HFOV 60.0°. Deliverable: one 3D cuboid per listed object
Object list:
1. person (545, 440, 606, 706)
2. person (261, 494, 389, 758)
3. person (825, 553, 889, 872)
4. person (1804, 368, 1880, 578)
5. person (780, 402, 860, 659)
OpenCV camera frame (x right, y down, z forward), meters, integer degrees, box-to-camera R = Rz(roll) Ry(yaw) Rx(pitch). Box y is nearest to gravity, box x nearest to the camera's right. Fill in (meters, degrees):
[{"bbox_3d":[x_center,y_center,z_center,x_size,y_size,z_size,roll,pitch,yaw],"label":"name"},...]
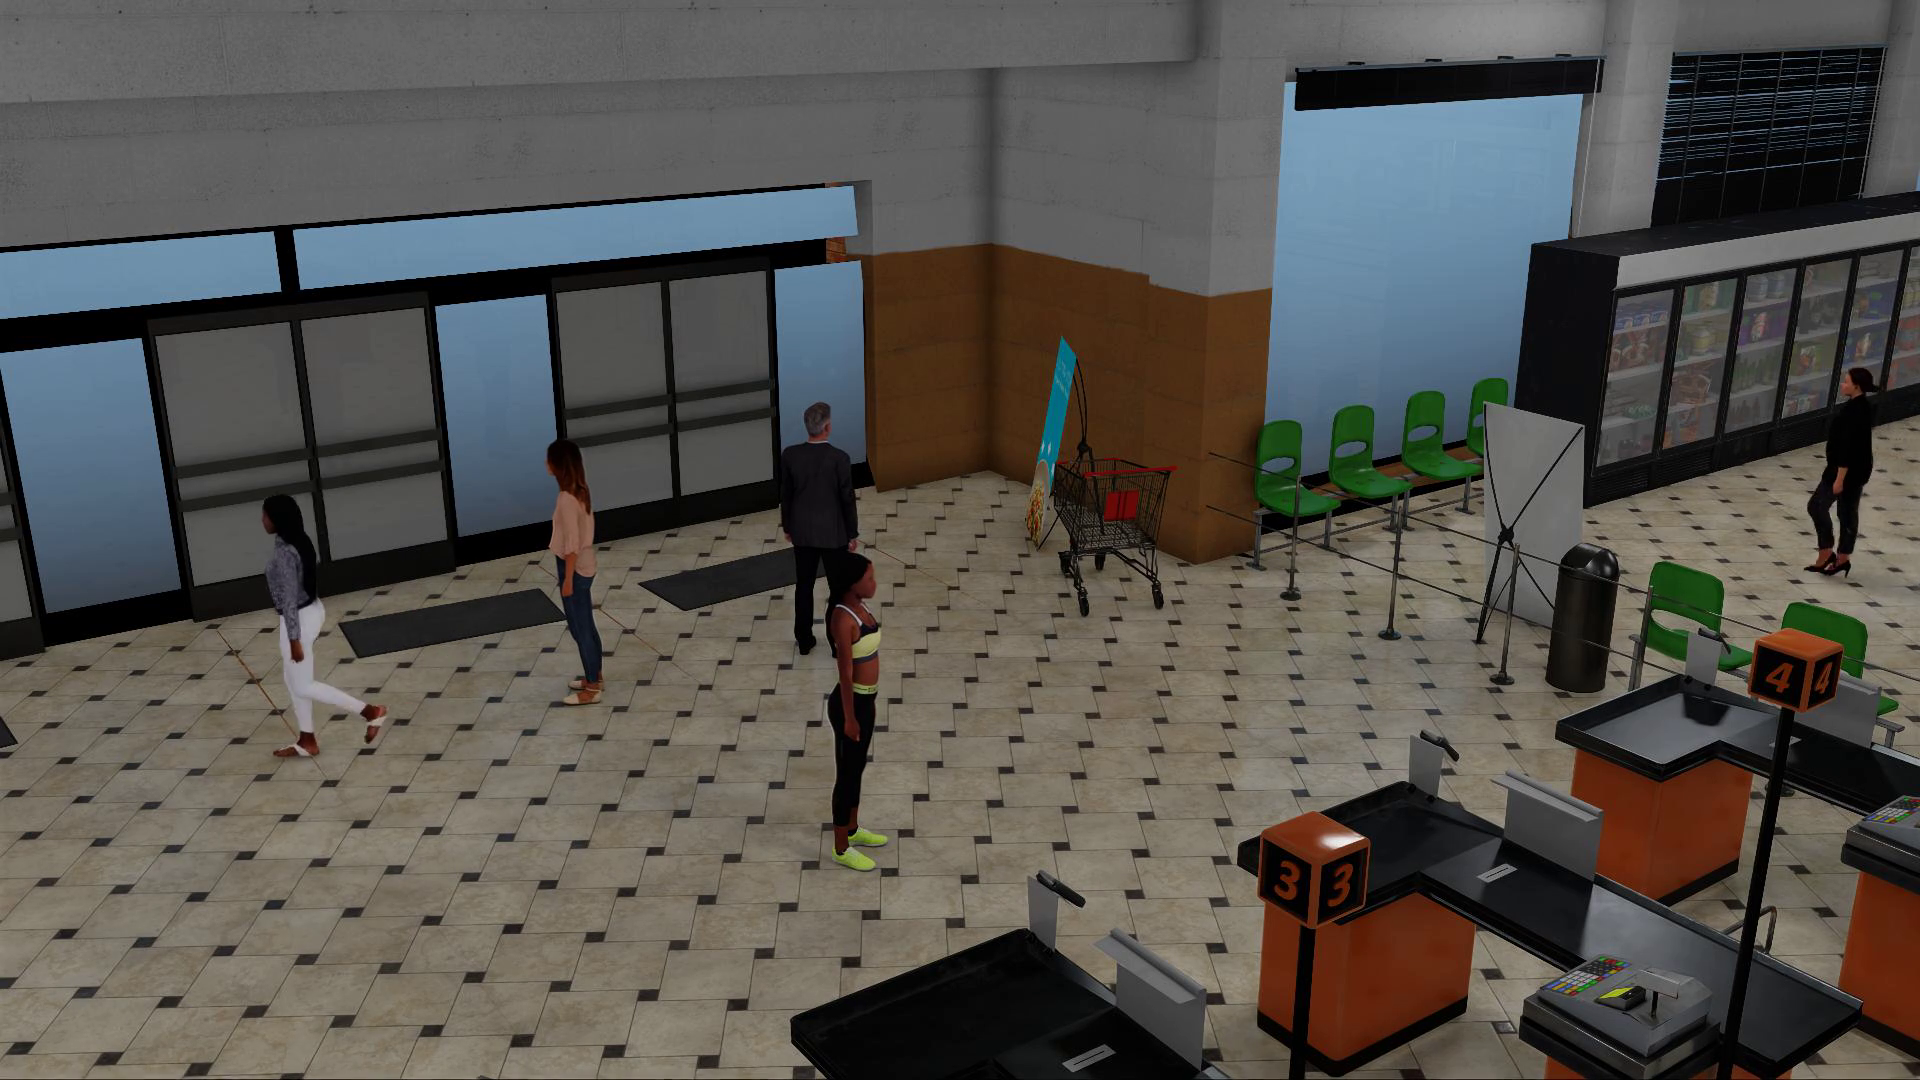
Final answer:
[{"bbox_3d":[-2.513,0.212,10.911,0.737,1.791,0.632,-1,19,-3],"label":"person"},{"bbox_3d":[-3.886,0.545,10.059,0.922,1.704,0.991,-3,19,-8],"label":"person"},{"bbox_3d":[-0.581,0.900,8.927,0.696,1.755,0.640,4,19,11],"label":"person"},{"bbox_3d":[7.116,-0.508,13.179,0.755,1.706,0.751,12,22,31],"label":"person"},{"bbox_3d":[-0.980,-0.075,11.683,0.777,1.840,0.870,5,19,15],"label":"person"}]
